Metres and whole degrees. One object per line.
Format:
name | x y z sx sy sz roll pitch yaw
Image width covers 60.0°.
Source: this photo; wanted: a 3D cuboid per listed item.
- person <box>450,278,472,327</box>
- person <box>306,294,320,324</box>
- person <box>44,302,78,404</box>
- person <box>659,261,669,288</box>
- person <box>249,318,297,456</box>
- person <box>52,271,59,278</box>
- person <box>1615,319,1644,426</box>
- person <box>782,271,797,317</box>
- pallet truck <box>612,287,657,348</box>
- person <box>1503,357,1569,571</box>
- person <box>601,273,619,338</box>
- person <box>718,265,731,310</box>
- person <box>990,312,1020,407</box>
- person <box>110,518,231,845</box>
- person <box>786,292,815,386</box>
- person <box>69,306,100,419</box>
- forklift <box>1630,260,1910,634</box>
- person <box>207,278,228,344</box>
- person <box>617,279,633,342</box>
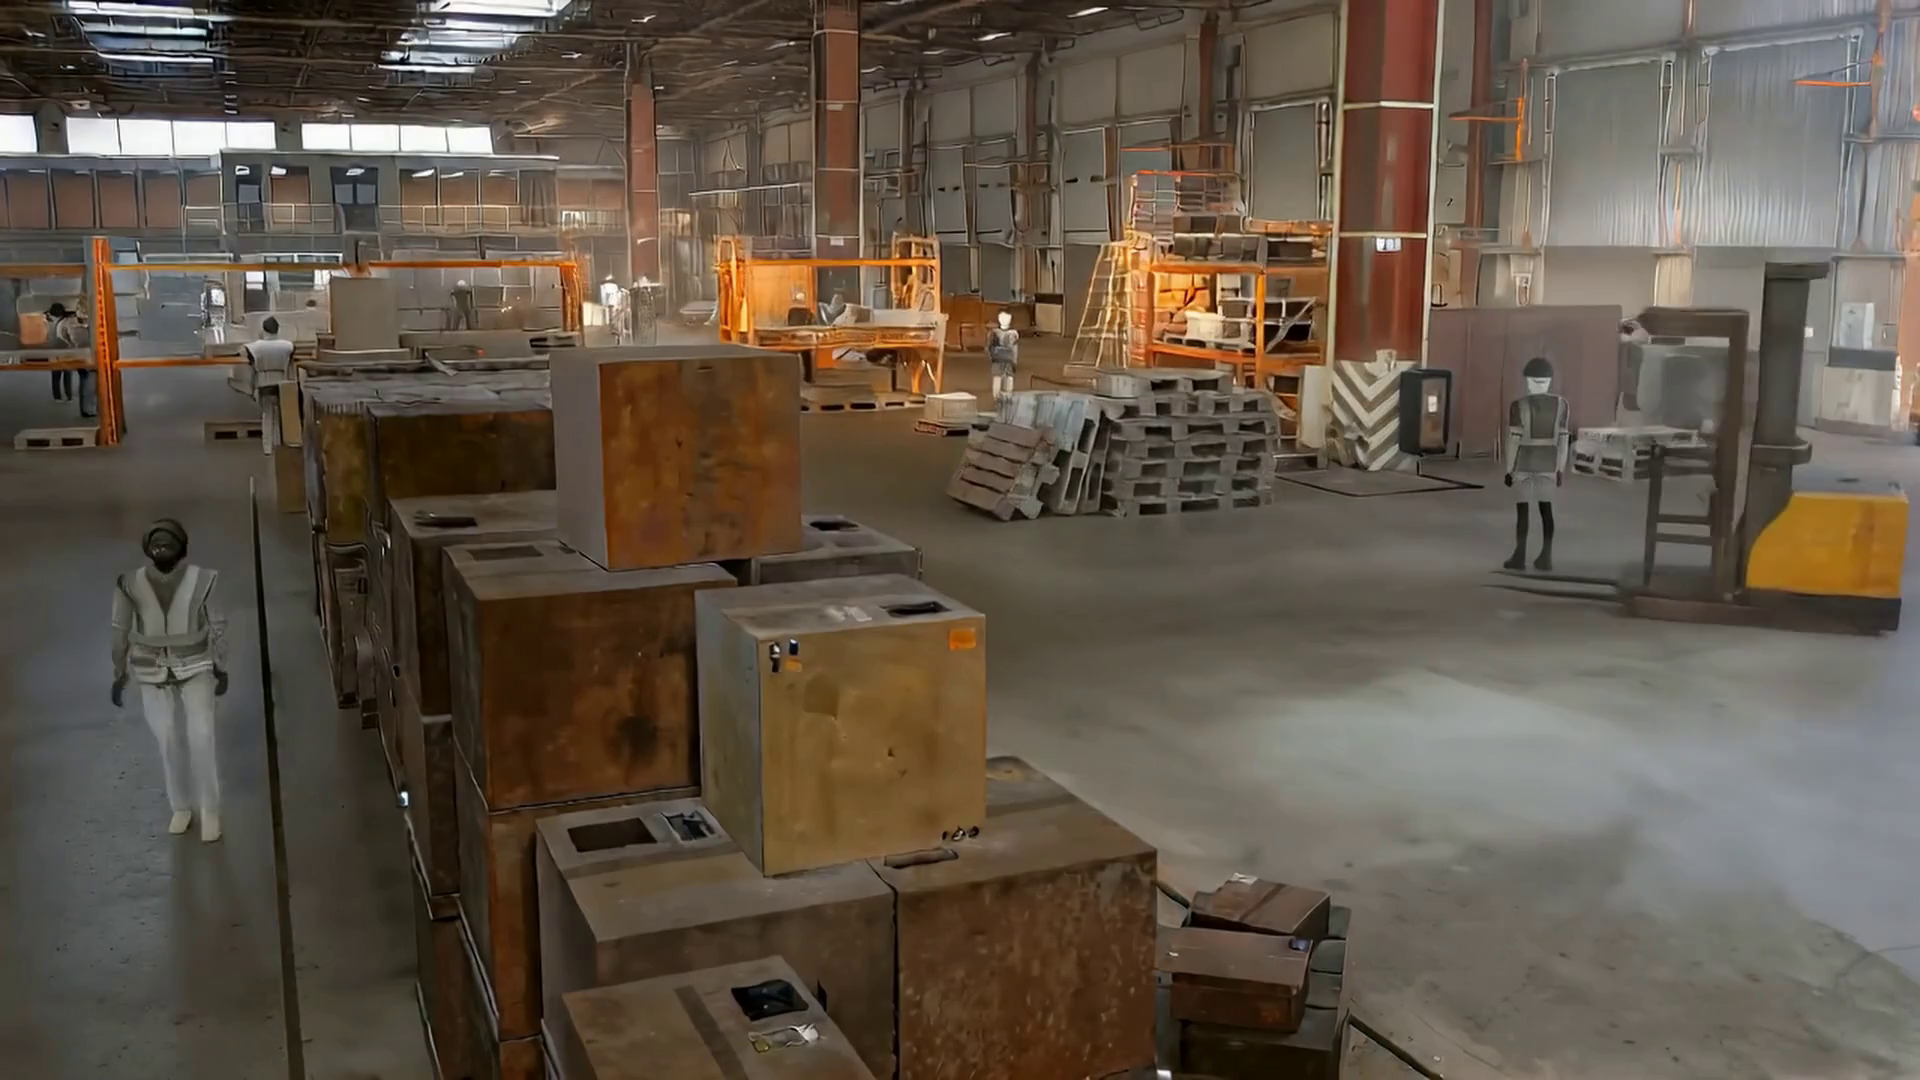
person | -13.718 -6.231 45.694 0.637 1.917 0.723 2 10 10
person | -14.923 -4.823 38.439 0.384 1.726 0.499 -3 11 -16
person | -16.372 -3.398 30.288 0.505 1.839 0.344 1 10 8
person | -13.244 -11.386 73.918 0.617 1.986 0.407 -3 11 -17
person | -9.459 -2.099 22.952 0.596 1.907 0.412 -4 11 -23
person | -33.578 -9.113 61.805 0.980 1.840 0.590 -4 11 -22
person | 9.245 -2.114 23.106 0.549 1.898 0.980 -3 11 -16
person | -6.450 -9.301 62.902 0.864 1.816 0.629 6 12 31
pallet truck | -6.464 -4.406 35.401 0.823 1.965 1.885 6 12 32
person | 5.185 -0.679 15.017 0.545 1.942 0.354 -1 10 -6
person | -10.516 -7.036 50.023 0.614 1.950 0.375 -8 13 -36
person | -9.885 -10.642 70.102 0.606 1.890 0.963 -2 11 -12
person | 0.792 -3.196 29.556 0.536 1.699 0.322 2 10 10
person | -3.917 0.712 8.246 0.524 1.621 0.608 -3 11 -14
person | -3.221 -4.057 33.679 0.592 1.923 0.381 -2 10 -10
person | -14.565 -2.954 27.745 0.328 1.876 0.513 4 11 19
forklift | 6.407 -0.794 13.062 1.873 2.768 1.129 5 11 25
person | -20.018 -6.086 44.870 0.546 1.925 0.386 -8 13 -39
person | -9.713 -6.657 48.259 0.619 1.839 0.430 7 12 32
